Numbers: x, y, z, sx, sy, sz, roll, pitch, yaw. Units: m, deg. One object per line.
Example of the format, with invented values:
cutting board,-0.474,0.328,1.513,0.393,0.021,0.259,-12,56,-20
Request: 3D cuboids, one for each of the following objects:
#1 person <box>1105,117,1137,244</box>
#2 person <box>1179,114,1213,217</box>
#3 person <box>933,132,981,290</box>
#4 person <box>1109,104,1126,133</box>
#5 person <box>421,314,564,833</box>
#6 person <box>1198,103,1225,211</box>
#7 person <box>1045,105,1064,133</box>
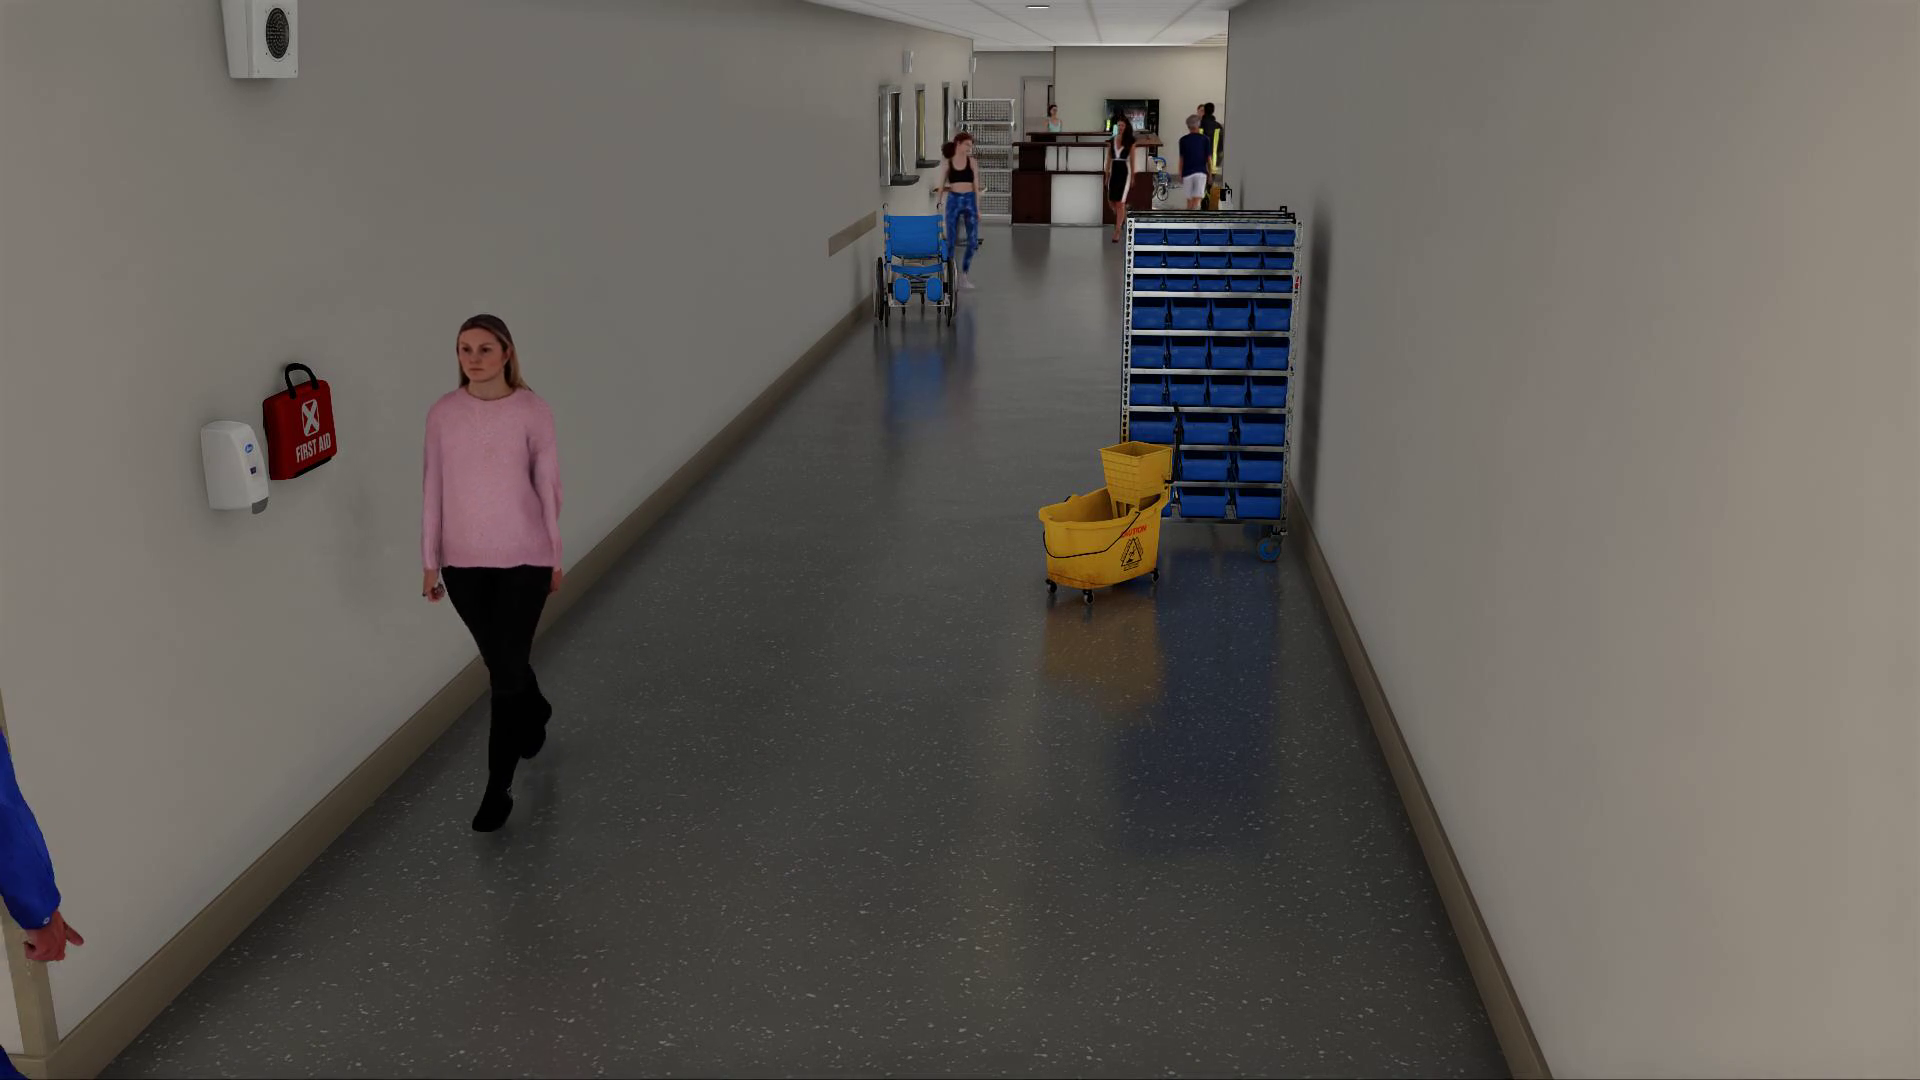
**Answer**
person,2.368,-5.271,24.393,0.918,1.784,0.851,7,17,25
person,3.519,-5.429,24.954,1.207,1.784,0.880,4,16,15
person,0.006,-3.727,18.919,0.569,1.781,0.804,1,16,4
person,3.039,-7.804,33.396,1.234,1.774,0.675,2,16,6
person,-1.565,0.068,5.697,1.048,1.652,0.677,1,16,3
person,4.311,-6.685,29.202,1.146,1.895,0.910,-1,16,-2
person,1.977,-8.342,35.321,0.675,1.764,0.763,-6,17,-22
